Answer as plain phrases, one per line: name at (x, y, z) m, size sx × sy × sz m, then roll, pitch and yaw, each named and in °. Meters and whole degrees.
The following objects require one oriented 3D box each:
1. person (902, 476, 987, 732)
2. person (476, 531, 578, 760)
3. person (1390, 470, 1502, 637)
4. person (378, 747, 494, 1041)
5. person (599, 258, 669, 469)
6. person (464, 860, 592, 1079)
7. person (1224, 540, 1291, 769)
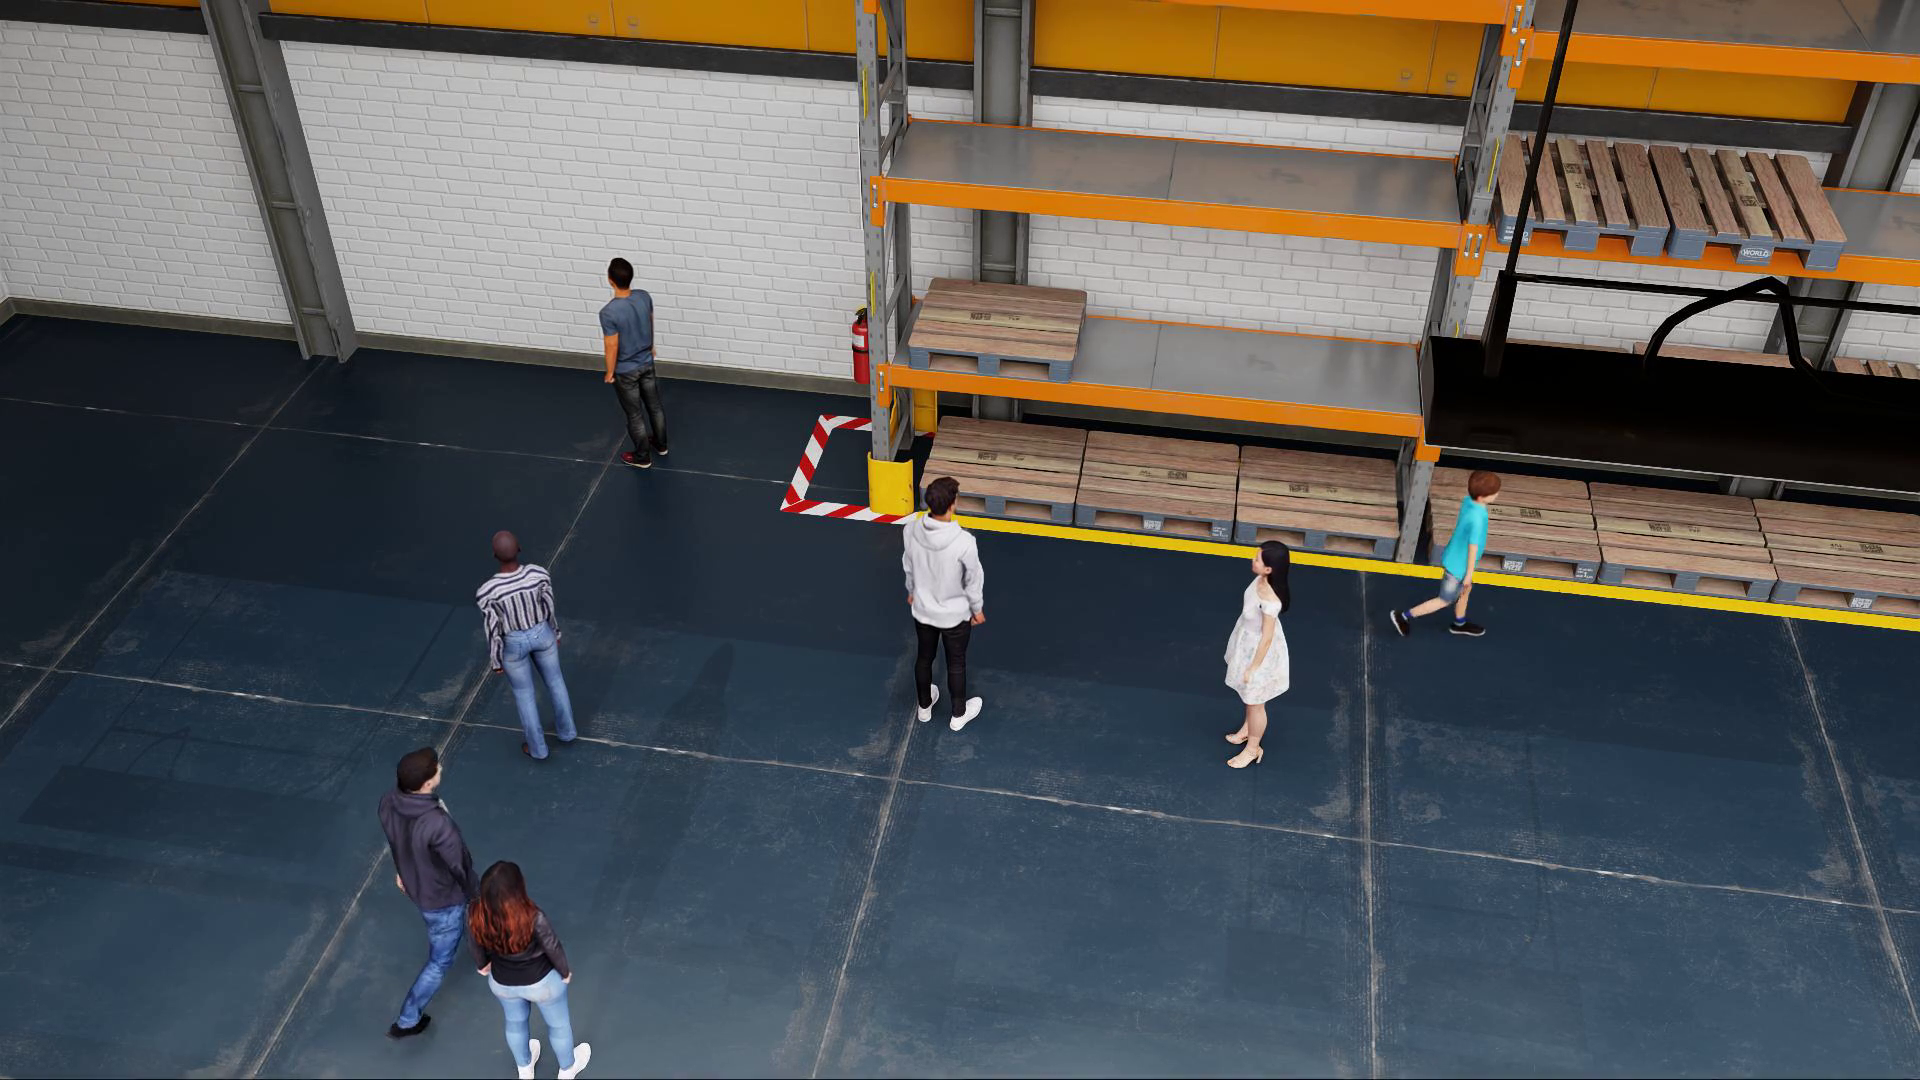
person at (-0.121, 0.413, 10.617) m, size 0.582 × 1.929 × 0.788 m, roll 14°, pitch 41°, yaw 17°
person at (-2.703, 0.667, 10.405) m, size 0.695 × 1.796 × 0.748 m, roll -25°, pitch 45°, yaw -28°
person at (3.359, 0.117, 11.389) m, size 0.902 × 1.429 × 0.533 m, roll 6°, pitch 39°, yaw 7°
person at (-2.835, 1.912, 8.804) m, size 1.242 × 1.848 × 1.126 m, roll 26°, pitch 45°, yaw 29°
person at (-2.543, -1.383, 12.960) m, size 0.709 × 1.810 × 0.725 m, roll 26°, pitch 45°, yaw 28°
person at (-2.242, 2.232, 8.575) m, size 0.500 × 1.634 × 0.709 m, roll 4°, pitch 39°, yaw 5°
person at (1.855, 0.710, 10.368) m, size 0.631 × 1.775 × 0.647 m, roll 4°, pitch 39°, yaw 6°
